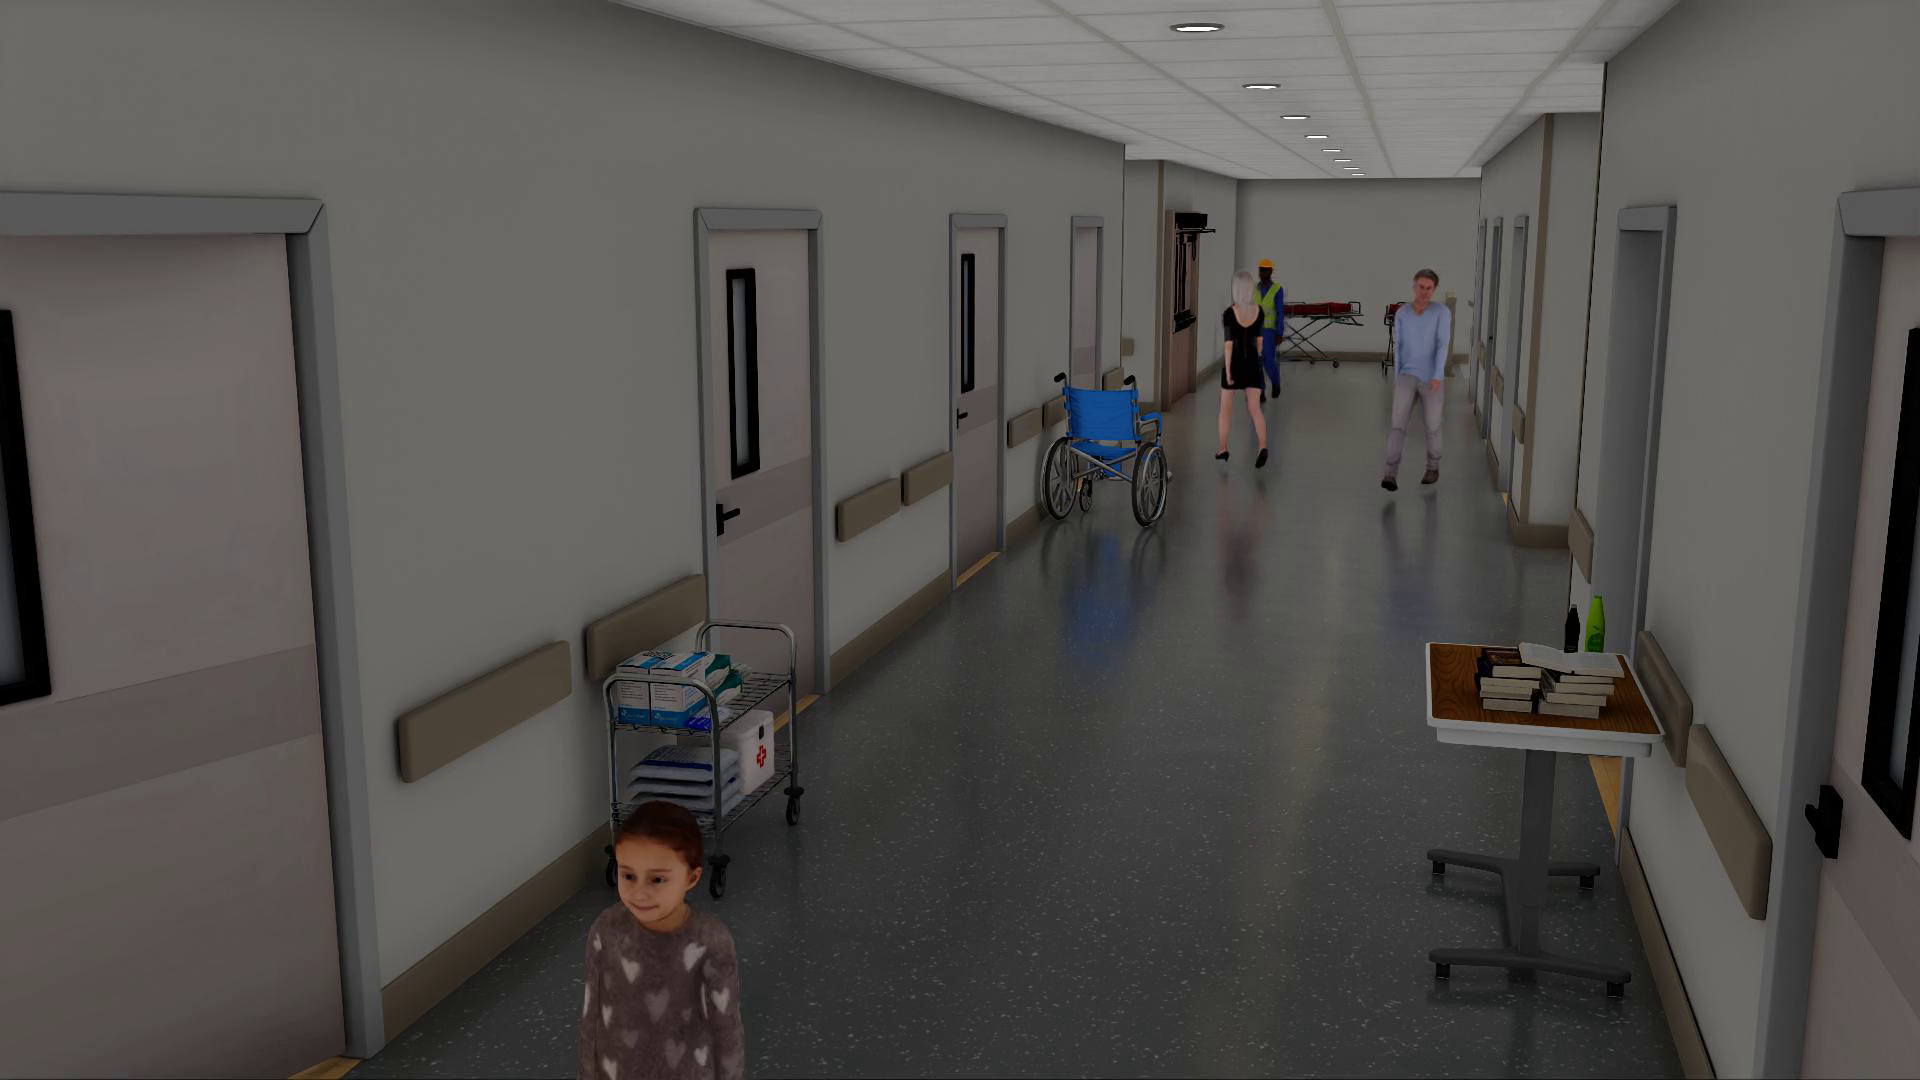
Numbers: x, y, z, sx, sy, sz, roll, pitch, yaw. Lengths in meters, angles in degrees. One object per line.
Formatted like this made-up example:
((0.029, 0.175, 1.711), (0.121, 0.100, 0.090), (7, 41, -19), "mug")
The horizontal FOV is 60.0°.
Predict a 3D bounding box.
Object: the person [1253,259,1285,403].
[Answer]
((3.910, -2.658, 21.186), (0.824, 1.805, 0.898), (8, 14, 37), "person")

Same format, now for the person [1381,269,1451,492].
((3.928, -1.317, 14.049), (0.823, 1.831, 1.299), (6, 12, 29), "person")

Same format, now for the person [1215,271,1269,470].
((2.642, -1.520, 15.235), (0.956, 1.787, 1.231), (-2, 11, -12), "person")

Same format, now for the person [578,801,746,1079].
((-0.566, 1.062, 3.250), (0.495, 1.184, 0.727), (3, 11, 16), "person")
